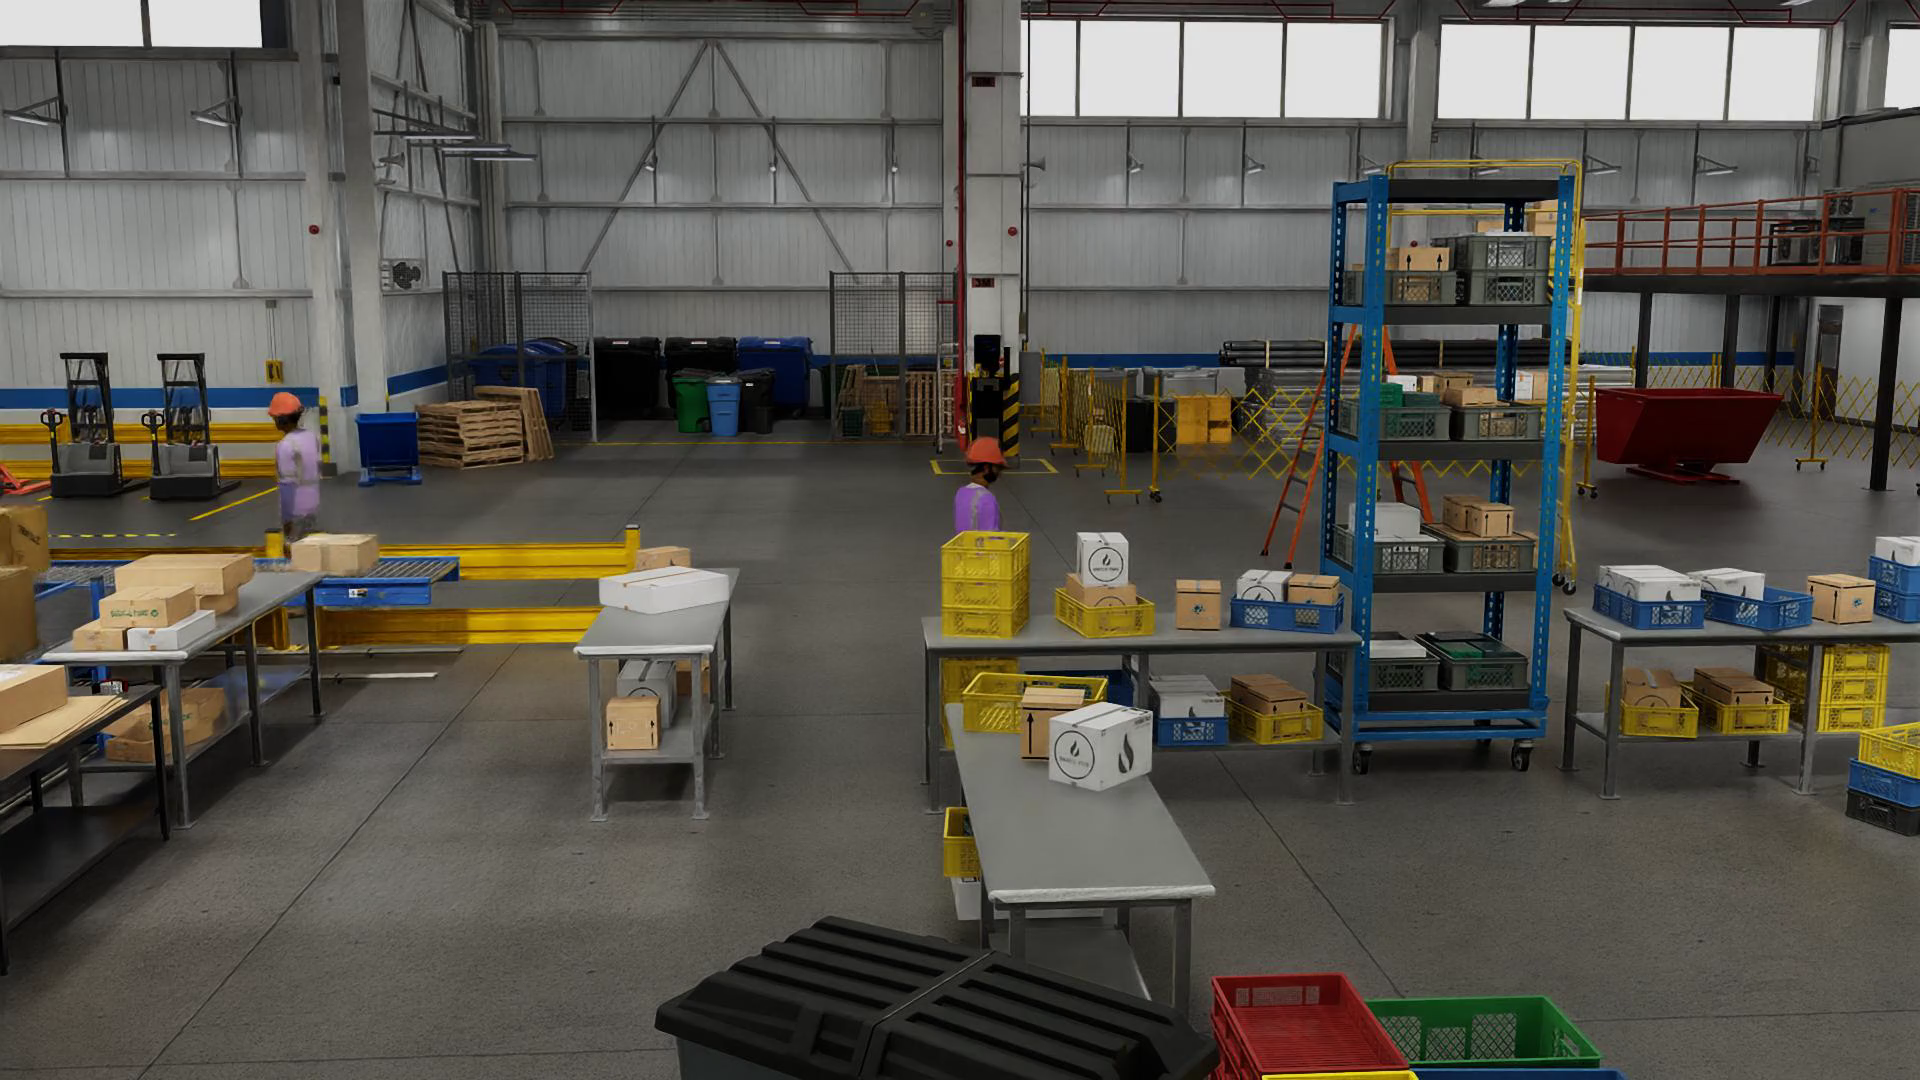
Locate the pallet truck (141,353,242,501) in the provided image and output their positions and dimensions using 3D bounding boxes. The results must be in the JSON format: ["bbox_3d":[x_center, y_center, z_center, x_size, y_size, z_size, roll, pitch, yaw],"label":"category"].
[{"bbox_3d":[-10.520,-1.604,22.925,0.823,1.965,1.885,-1,9,-6],"label":"pallet truck"}]

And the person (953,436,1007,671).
[{"bbox_3d":[0.156,0.253,11.440,0.349,1.942,0.545,-4,10,-25],"label":"person"}]

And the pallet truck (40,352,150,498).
[{"bbox_3d":[-11.907,-1.642,23.165,0.823,1.965,1.885,0,9,0],"label":"pallet truck"}]

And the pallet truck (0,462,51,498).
[{"bbox_3d":[-13.193,-1.293,23.148,0.653,1.274,1.630,-1,9,-4],"label":"pallet truck"}]

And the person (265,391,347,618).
[{"bbox_3d":[-5.769,-0.299,14.647,0.675,2.028,0.638,1,9,6],"label":"person"}]
